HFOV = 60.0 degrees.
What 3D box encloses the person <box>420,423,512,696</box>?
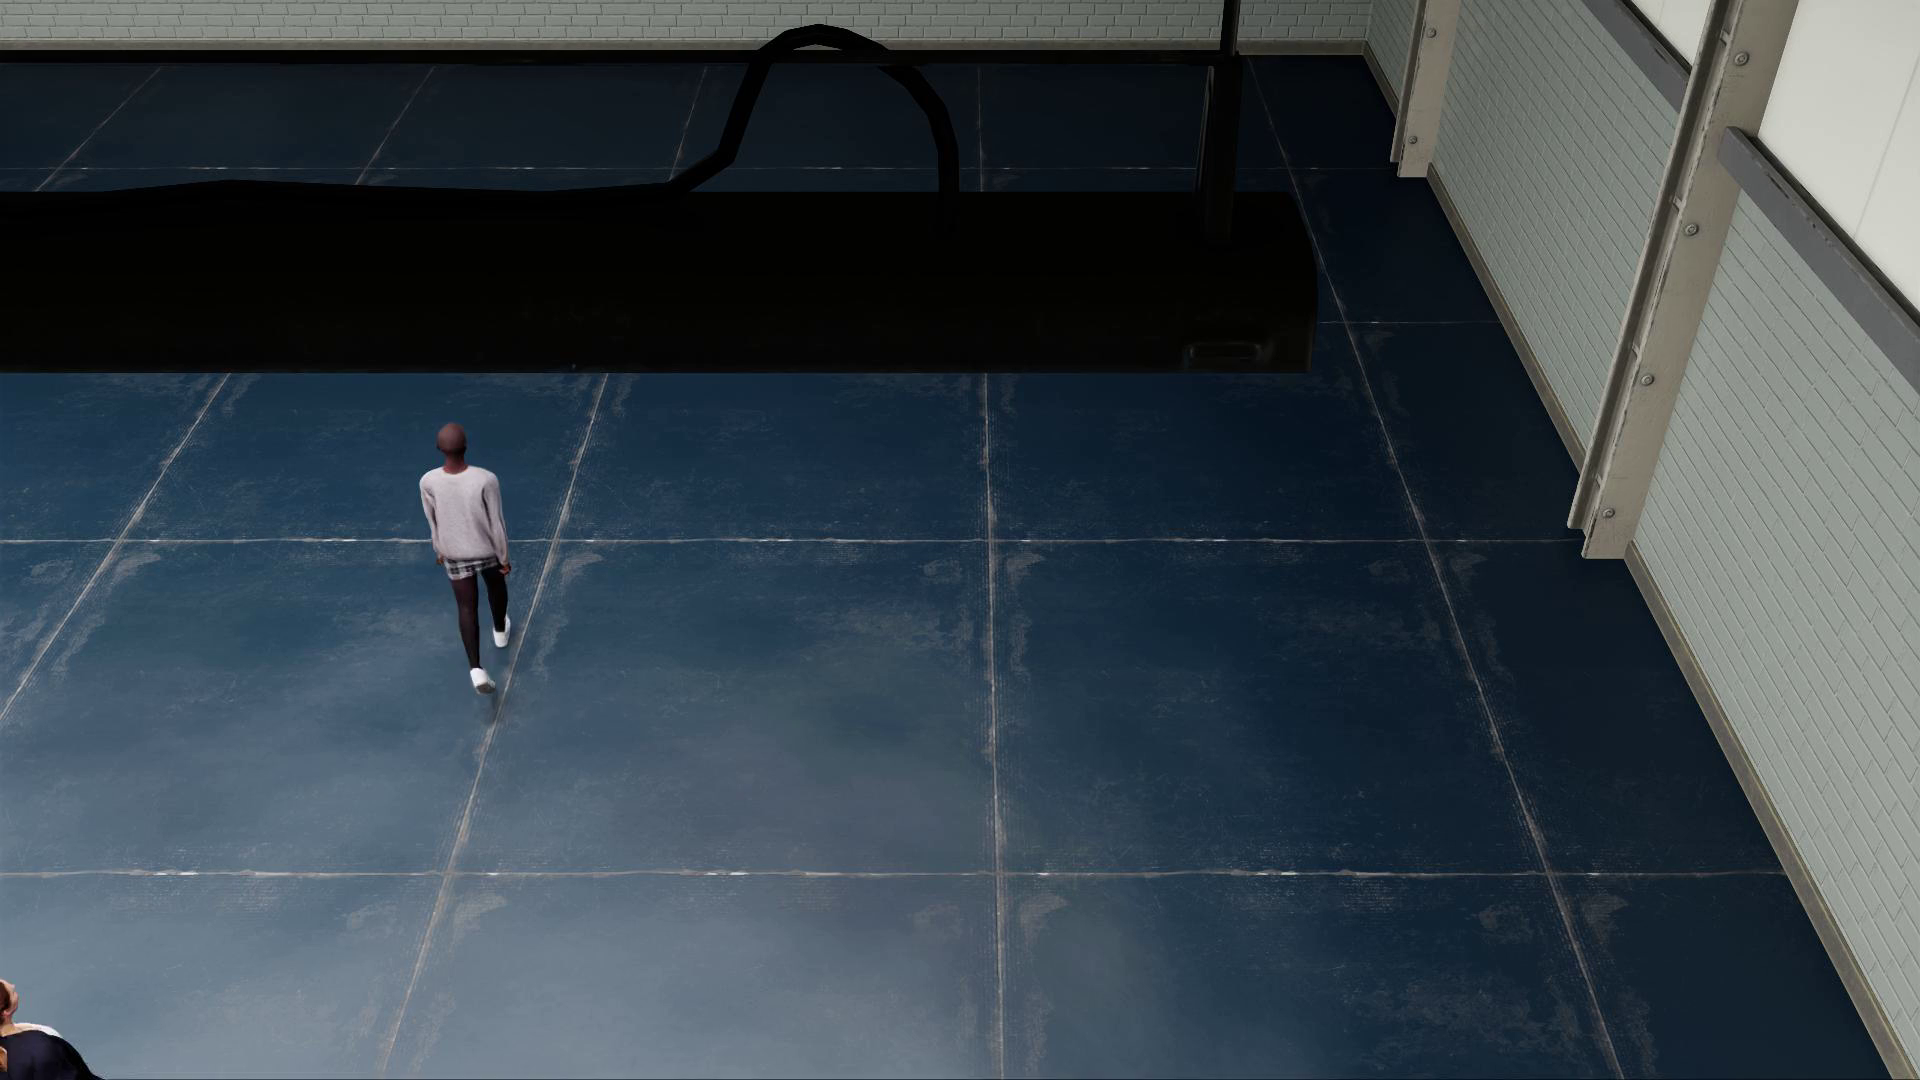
[{"bbox_3d":[-2.904,0.120,9.845,0.720,1.746,1.159,-5,38,-6],"label":"person"}]
